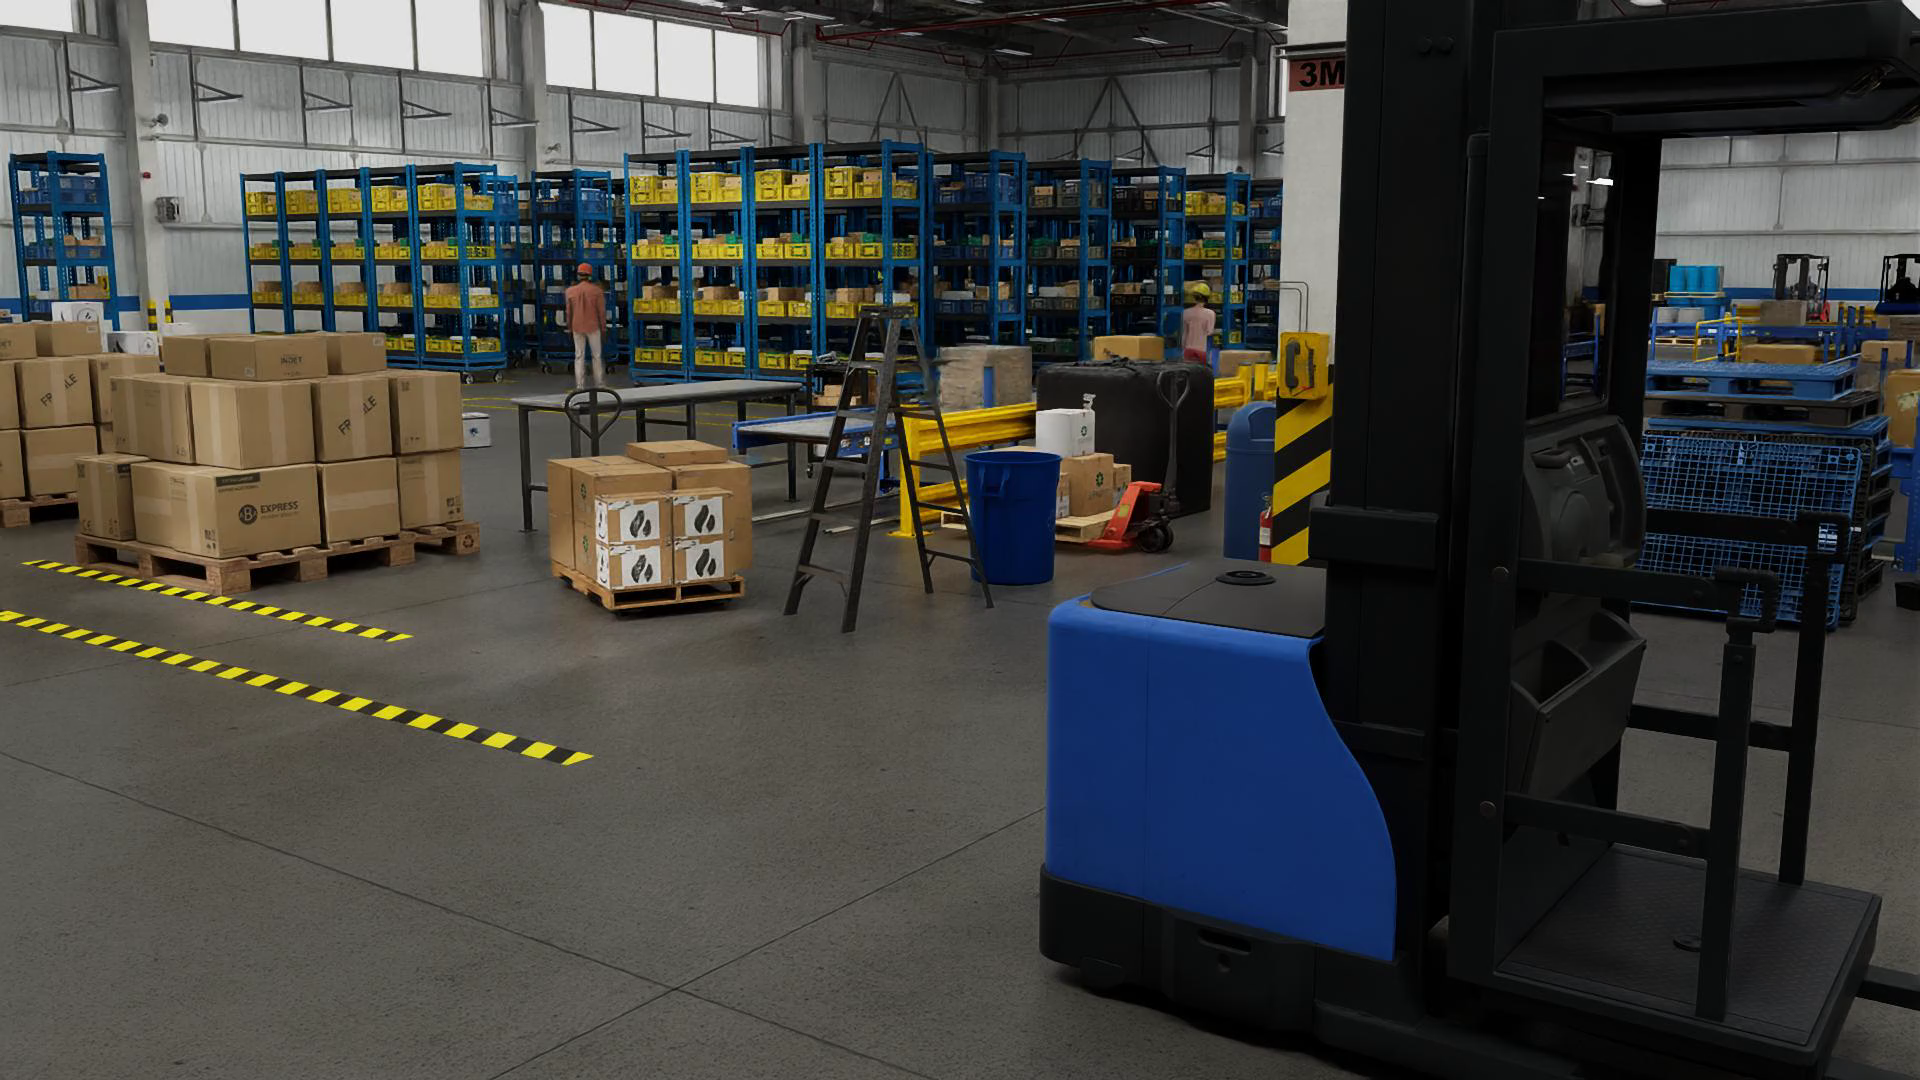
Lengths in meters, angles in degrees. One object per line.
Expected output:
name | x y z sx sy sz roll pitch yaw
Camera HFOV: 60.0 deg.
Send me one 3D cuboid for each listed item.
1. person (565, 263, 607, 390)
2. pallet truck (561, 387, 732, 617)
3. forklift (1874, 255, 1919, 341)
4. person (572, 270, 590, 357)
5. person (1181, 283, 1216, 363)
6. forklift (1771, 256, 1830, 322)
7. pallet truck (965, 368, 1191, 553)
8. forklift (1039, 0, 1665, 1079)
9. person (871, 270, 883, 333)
person | -5.646 -3.193 25.195 0.622 1.990 0.401 0 10 1
pallet truck | -1.981 -0.274 10.088 0.680 1.201 1.601 -5 11 -28
forklift | 22.089 -5.634 38.796 1.157 1.987 2.680 6 11 33
person | -7.940 -4.732 34.788 0.389 1.849 0.567 5 11 29
person | 3.095 -2.497 21.811 0.530 1.736 0.801 7 12 38
forklift | 20.253 -5.854 40.139 1.157 1.987 2.680 7 12 35
pallet truck | 0.845 -0.609 11.869 1.630 1.274 0.653 7 12 35
forklift | 1.249 -0.137 4.360 1.873 2.768 1.129 7 12 35
person | -1.700 -4.523 33.592 0.404 1.835 0.588 1 10 8
